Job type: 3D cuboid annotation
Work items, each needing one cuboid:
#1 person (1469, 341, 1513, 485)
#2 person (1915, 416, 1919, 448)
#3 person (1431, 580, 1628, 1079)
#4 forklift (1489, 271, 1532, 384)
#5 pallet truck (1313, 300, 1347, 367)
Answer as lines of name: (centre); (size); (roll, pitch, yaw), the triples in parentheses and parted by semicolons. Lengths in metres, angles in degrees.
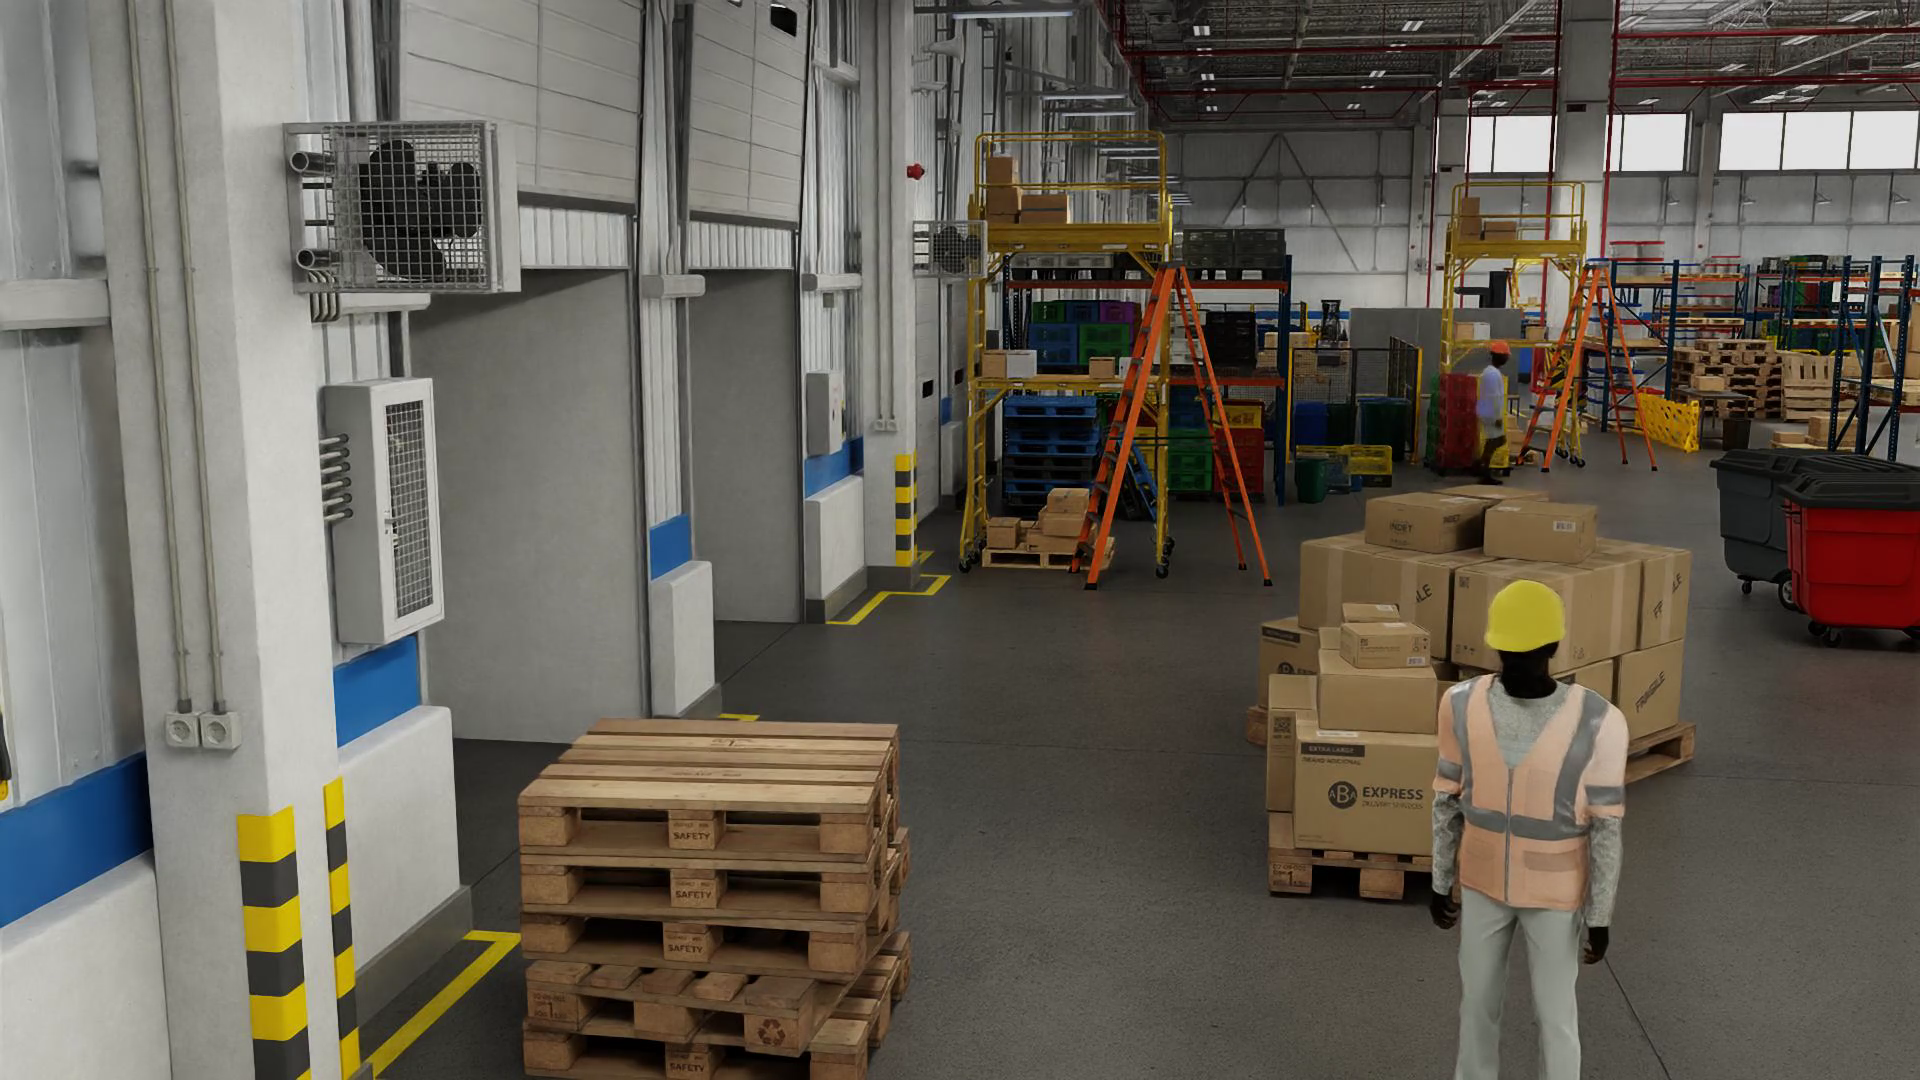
person: (7.070, -1.677, 22.038); (0.401, 1.921, 0.554); (4, 10, 24)
person: (15.594, -2.330, 26.666); (0.332, 1.737, 0.487); (7, 12, 38)
person: (1.733, 1.065, 5.167); (0.587, 1.919, 0.398); (7, 12, 37)
forklift: (13.422, -5.322, 41.591); (1.873, 2.768, 1.129); (1, 9, 9)
pallet truck: (11.159, -6.200, 49.718); (0.823, 1.965, 1.885); (4, 10, 26)
